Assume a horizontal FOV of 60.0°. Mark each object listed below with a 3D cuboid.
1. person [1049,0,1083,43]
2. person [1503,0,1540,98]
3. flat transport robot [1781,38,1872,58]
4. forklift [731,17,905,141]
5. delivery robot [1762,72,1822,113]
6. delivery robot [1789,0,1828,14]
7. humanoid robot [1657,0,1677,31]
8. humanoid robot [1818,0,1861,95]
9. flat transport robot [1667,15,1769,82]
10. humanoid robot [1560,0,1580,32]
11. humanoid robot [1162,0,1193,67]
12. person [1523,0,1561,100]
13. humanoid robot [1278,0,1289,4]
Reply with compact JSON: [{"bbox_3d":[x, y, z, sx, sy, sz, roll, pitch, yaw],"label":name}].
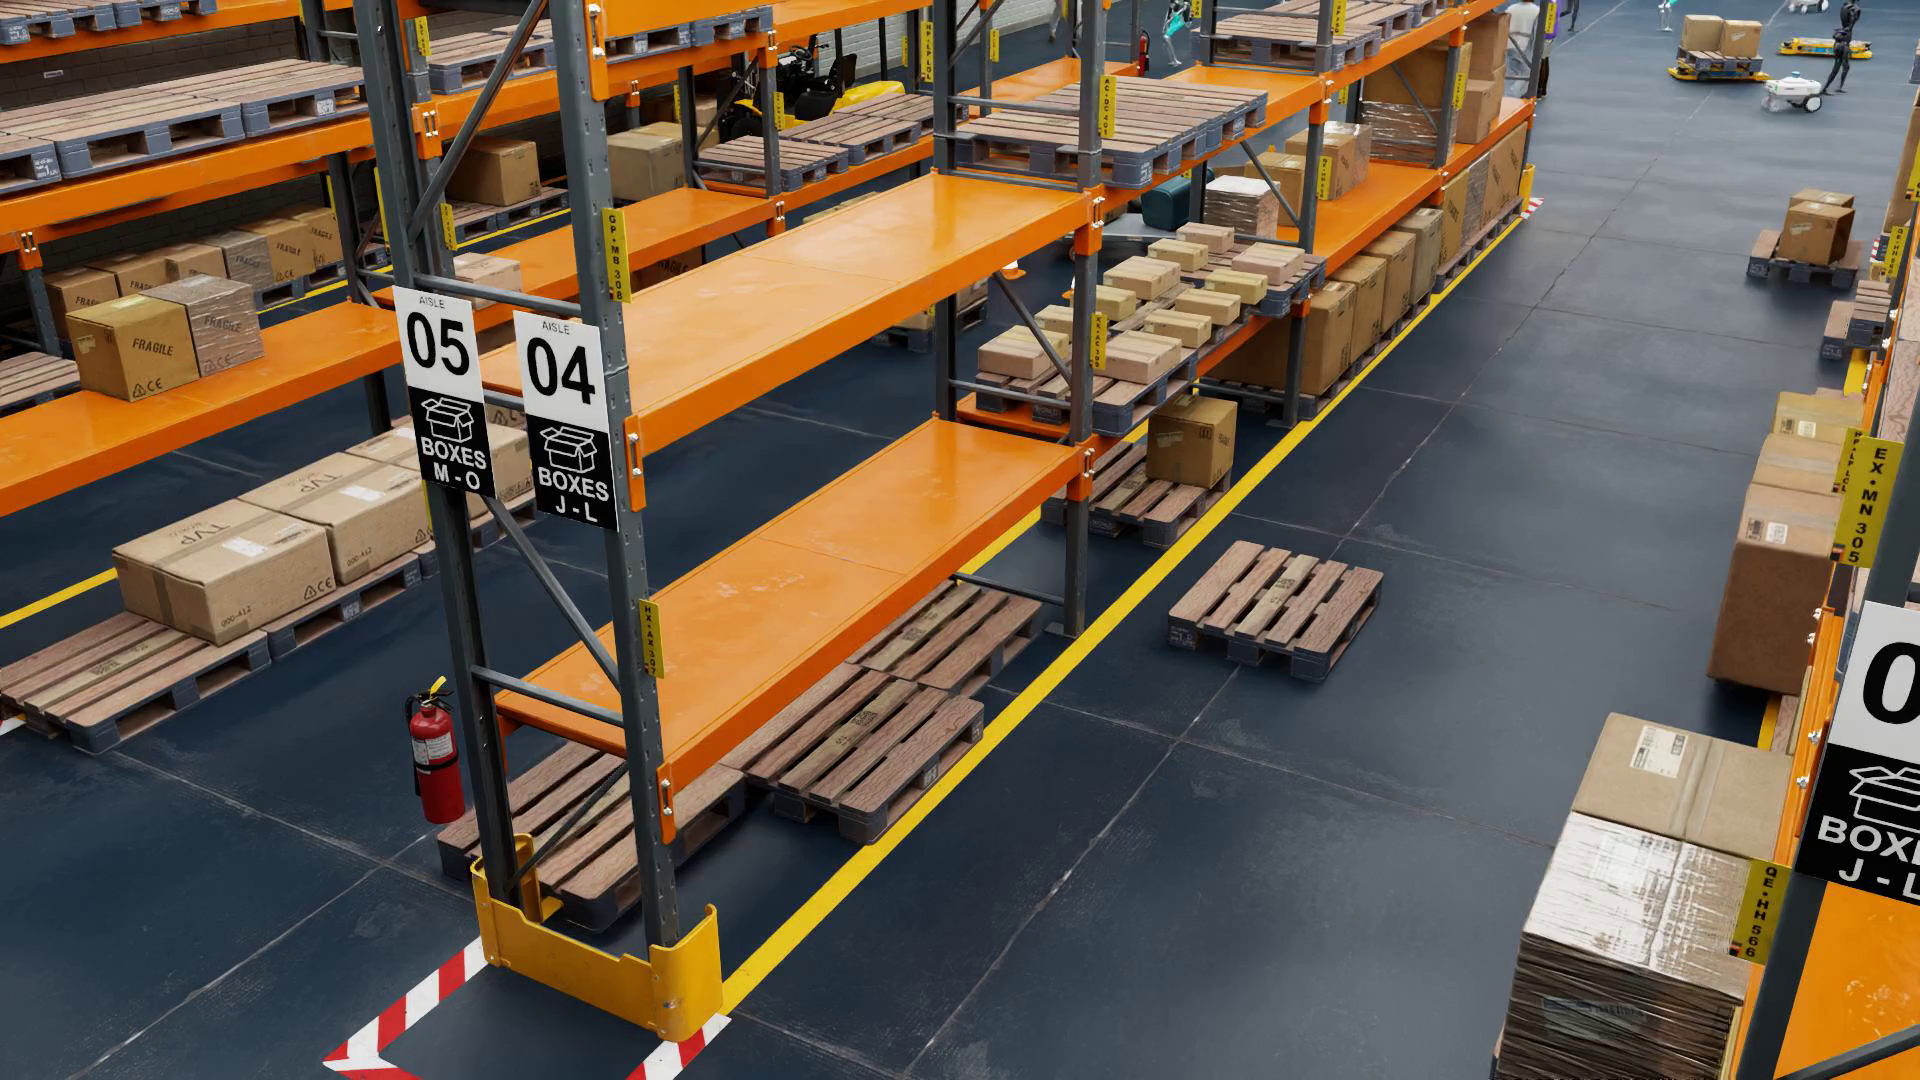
[{"bbox_3d":[2.007,-9.919,30.151,0.639,1.826,1.159,-14,29,-27],"label":"person"},{"bbox_3d":[8.165,-7.161,24.327,0.544,1.905,0.618,-20,32,-35],"label":"person"},{"bbox_3d":[15.325,-8.699,29.417,1.431,0.231,0.659,11,28,21],"label":"flat transport robot"},{"bbox_3d":[-1.819,-5.975,21.543,2.313,2.155,1.214,14,29,26],"label":"forklift"},{"bbox_3d":[12.504,-6.728,24.969,0.759,0.575,0.499,0,26,0],"label":"delivery robot"},{"bbox_3d":[17.373,-11.073,34.029,0.783,0.601,0.499,-16,30,-29],"label":"delivery robot"},{"bbox_3d":[13.600,-10.492,31.511,0.794,1.812,0.547,-9,27,-18],"label":"humanoid robot"},{"bbox_3d":[13.760,-7.731,25.791,0.521,1.639,0.593,8,27,17],"label":"humanoid robot"},{"bbox_3d":[12.479,-7.721,27.385,1.431,0.231,0.659,2,26,5],"label":"flat transport robot"},{"bbox_3d":[11.640,-10.530,31.605,0.602,1.648,0.548,-20,32,-36],"label":"humanoid robot"},{"bbox_3d":[3.602,-8.751,27.842,0.882,1.740,0.546,-23,34,-39],"label":"humanoid robot"},{"bbox_3d":[8.966,-7.753,25.512,0.371,1.961,0.604,15,29,28],"label":"person"},{"bbox_3d":[6.810,-11.924,34.540,0.770,1.868,0.543,-7,27,-14],"label":"humanoid robot"}]
